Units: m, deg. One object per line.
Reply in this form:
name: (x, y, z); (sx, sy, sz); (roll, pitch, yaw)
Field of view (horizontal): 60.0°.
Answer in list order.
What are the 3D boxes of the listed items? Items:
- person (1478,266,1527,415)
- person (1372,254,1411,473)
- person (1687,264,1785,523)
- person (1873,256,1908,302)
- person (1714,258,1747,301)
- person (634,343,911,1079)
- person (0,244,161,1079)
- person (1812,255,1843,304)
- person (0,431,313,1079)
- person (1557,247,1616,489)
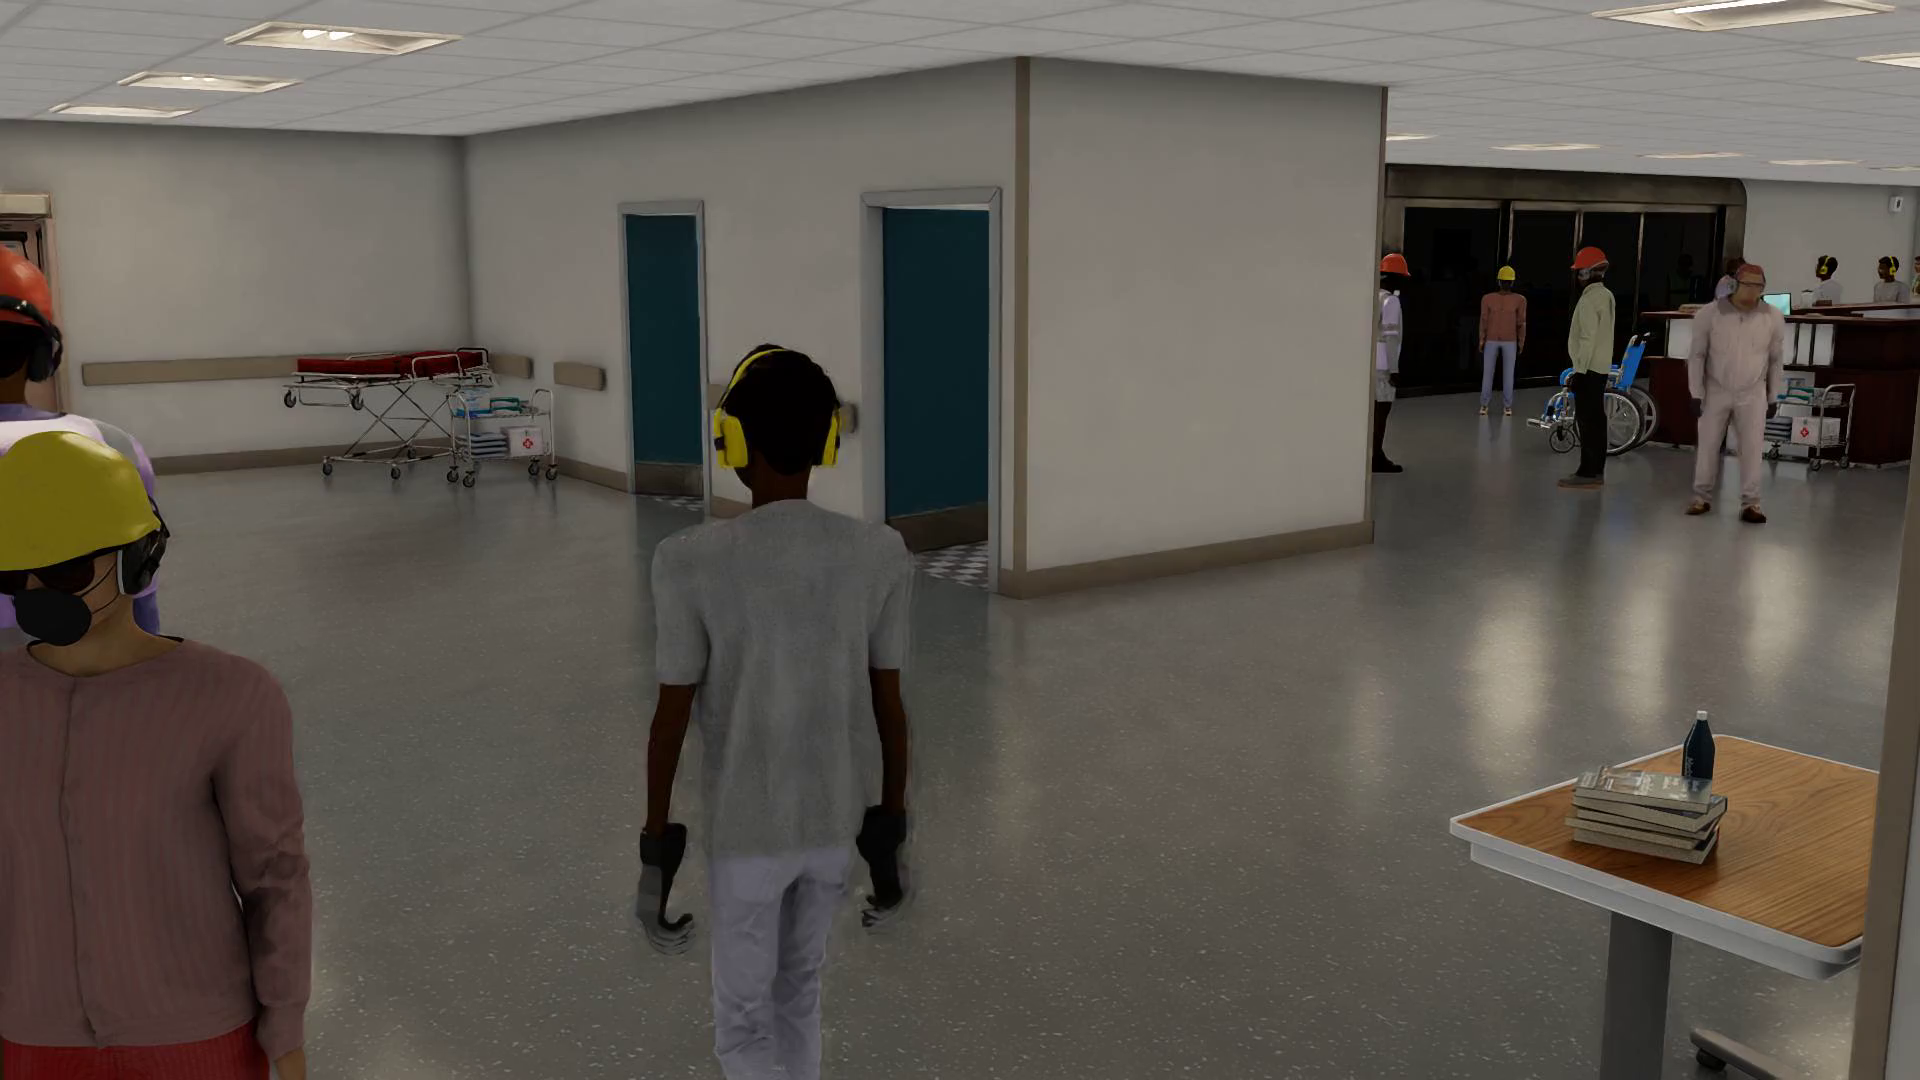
person: (6.391, -2.345, 19.619); (0.531, 1.761, 0.334); (4, 11, 19)
person: (3.778, -1.561, 14.748); (0.390, 1.929, 0.545); (-1, 10, -6)
person: (5.668, -1.071, 12.194); (0.660, 1.872, 0.661); (3, 11, 17)
person: (11.407, -2.560, 20.532); (0.332, 1.865, 0.520); (-3, 11, -17)
person: (10.366, -2.881, 22.437); (0.433, 1.833, 0.622); (7, 12, 35)
person: (-0.320, 0.565, 3.078); (0.529, 1.844, 0.794); (-6, 12, -29)
person: (-1.949, 0.411, 3.445); (0.406, 2.027, 0.620); (6, 12, 28)
person: (10.485, -2.520, 20.264); (0.528, 1.876, 0.323); (-6, 12, -31)
person: (-1.222, 0.718, 2.433); (0.533, 1.767, 0.326); (-1, 10, -4)
person: (5.198, -1.420, 13.772); (0.391, 1.990, 0.621); (7, 13, 36)
